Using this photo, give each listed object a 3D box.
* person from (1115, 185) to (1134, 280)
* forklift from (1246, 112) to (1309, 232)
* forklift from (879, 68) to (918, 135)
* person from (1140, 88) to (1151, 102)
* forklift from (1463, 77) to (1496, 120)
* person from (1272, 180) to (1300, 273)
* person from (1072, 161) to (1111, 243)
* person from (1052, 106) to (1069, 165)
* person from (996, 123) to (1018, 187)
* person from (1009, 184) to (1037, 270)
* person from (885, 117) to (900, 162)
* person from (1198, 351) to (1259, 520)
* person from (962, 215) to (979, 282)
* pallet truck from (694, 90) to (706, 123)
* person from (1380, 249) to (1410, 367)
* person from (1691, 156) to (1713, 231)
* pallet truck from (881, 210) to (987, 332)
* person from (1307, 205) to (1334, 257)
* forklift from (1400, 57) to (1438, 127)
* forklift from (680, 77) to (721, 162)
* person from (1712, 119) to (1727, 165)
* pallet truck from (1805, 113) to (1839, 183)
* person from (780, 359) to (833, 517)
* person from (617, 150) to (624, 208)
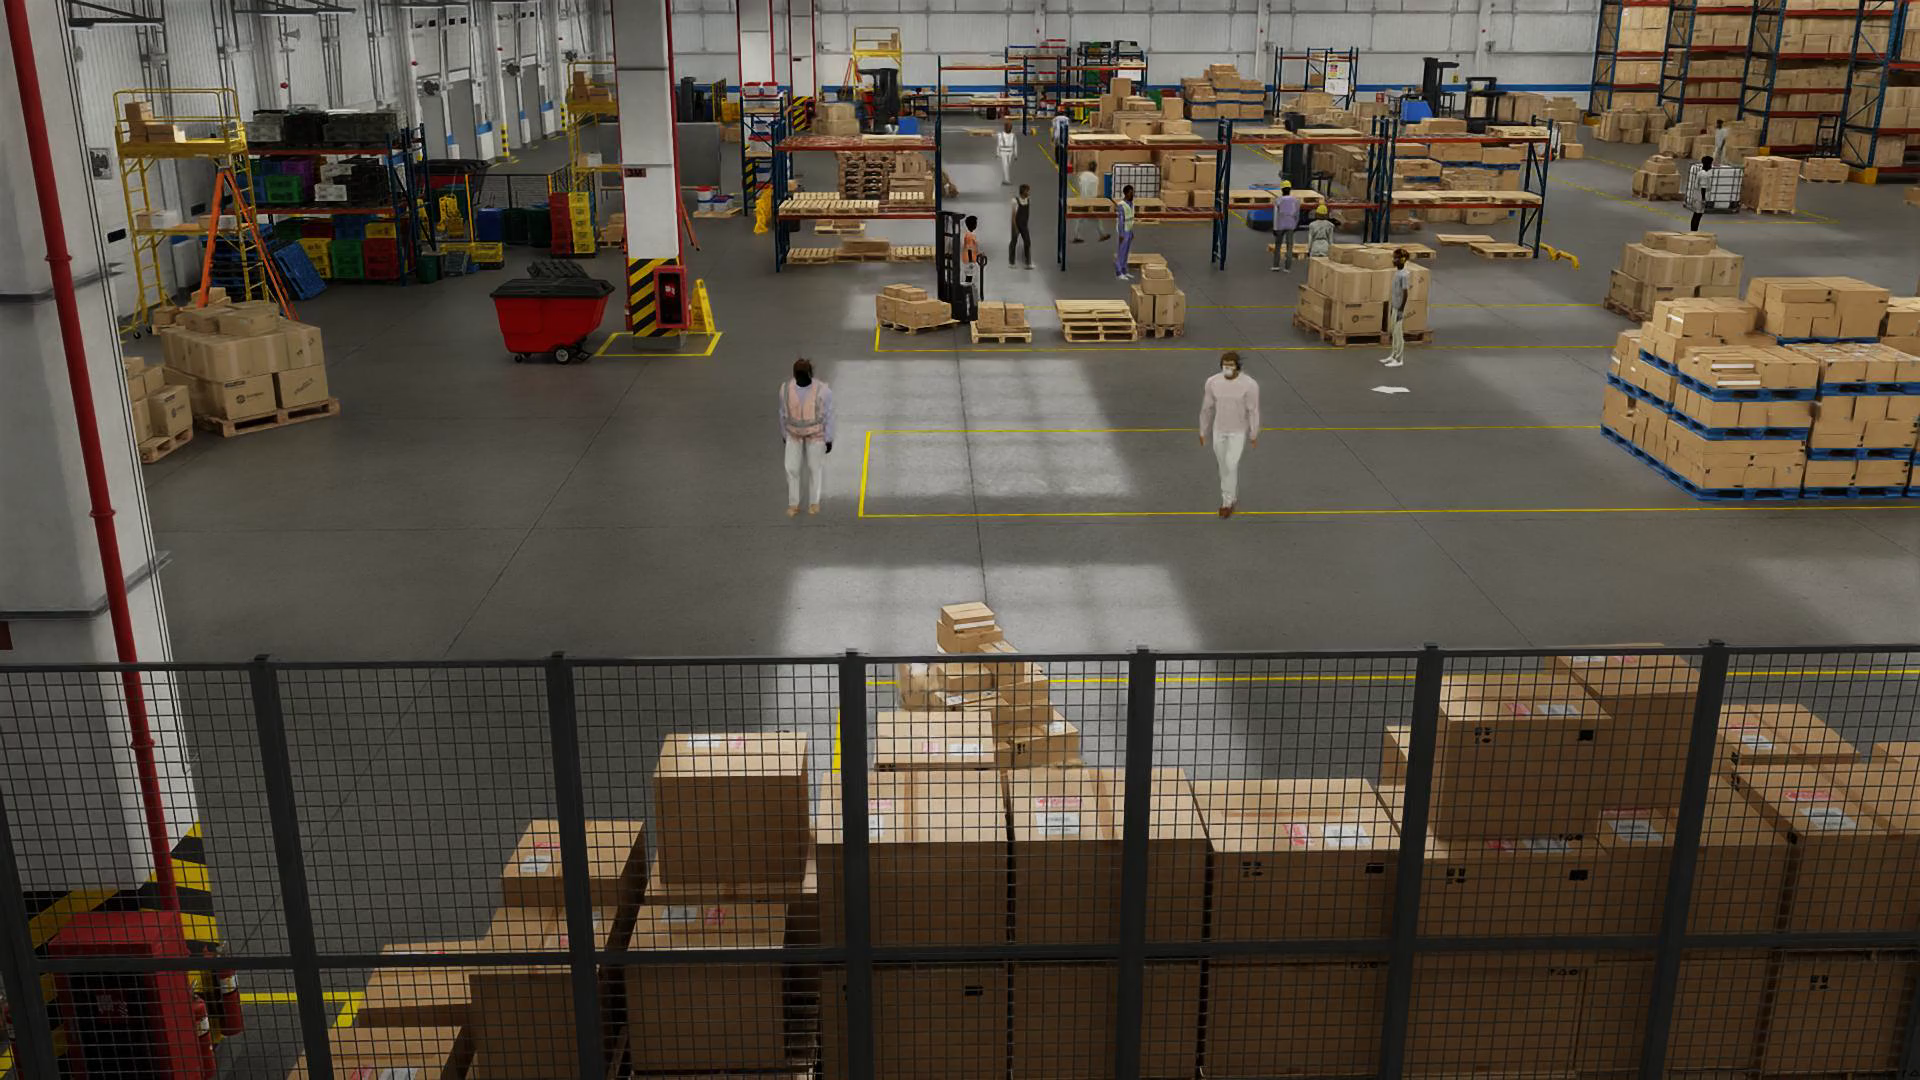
[{"bbox_3d":[3.381,-6.295,34.029,0.375,1.917,0.598,10,21,26],"label":"person"},{"bbox_3d":[8.037,-8.951,40.426,1.873,2.768,1.129,-1,19,-1],"label":"forklift"},{"bbox_3d":[-2.566,-15.673,60.368,1.873,2.768,1.129,-10,21,-26],"label":"forklift"},{"bbox_3d":[7.158,-16.466,64.232,0.866,1.912,0.631,-13,22,-33],"label":"person"},{"bbox_3d":[17.208,-13.983,55.353,1.129,2.768,1.873,-1,19,-2],"label":"forklift"},{"bbox_3d":[6.822,-6.571,34.894,0.596,1.898,0.540,-1,19,-4],"label":"person"},{"bbox_3d":[3.060,-7.889,38.812,1.025,1.885,0.633,-13,23,-34],"label":"person"},{"bbox_3d":[3.343,-13.383,55.126,0.626,1.896,0.745,4,19,13],"label":"person"},{"bbox_3d":[1.449,-11.429,49.367,0.607,1.841,0.927,-9,21,-26],"label":"person"},{"bbox_3d":[1.308,-6.591,35.073,0.549,1.799,0.829,-14,23,-36],"label":"person"},{"bbox_3d":[-2.211,-13.026,54.445,0.537,1.625,0.378,-7,20,-19],"label":"person"},{"bbox_3d":[2.999,-1.186,18.869,0.662,1.913,0.770,11,22,30],"label":"person"},{"bbox_3d":[0.198,-5.244,31.249,0.318,1.699,0.534,0,19,1],"label":"person"},{"bbox_3d":[-9.671,-15.907,62.421,0.823,1.965,1.885,5,19,15],"label":"pallet truck"},{"bbox_3d":[6.918,-3.675,26.335,0.313,1.866,0.538,0,19,1],"label":"person"},{"bbox_3d":[17.455,-8.046,39.149,0.367,1.966,0.606,4,19,11],"label":"person"},{"bbox_3d":[-0.493,-4.759,29.349,1.885,1.965,0.823,-13,23,-34],"label":"pallet truck"},{"bbox_3d":[6.999,-5.643,32.360,0.487,1.746,0.285,1,19,3],"label":"person"},{"bbox_3d":[19.347,-18.501,68.755,1.873,2.768,1.129,-1,19,-1],"label":"forklift"},{"bbox_3d":[-8.944,-13.866,55.007,1.873,2.768,1.129,-1,19,-1],"label":"forklift"},{"bbox_3d":[23.652,-12.174,51.693,1.058,1.788,0.520,-6,19,-17],"label":"person"},{"bbox_3d":[26.403,-11.957,50.702,0.823,1.965,1.885,6,19,16],"label":"pallet truck"},{"bbox_3d":[-1.755,-1.144,18.894,0.638,1.824,0.610,2,19,5],"label":"person"},{"bbox_3d":[-8.894,-9.855,44.564,0.552,1.932,0.377,-9,20,-24],"label":"person"}]
